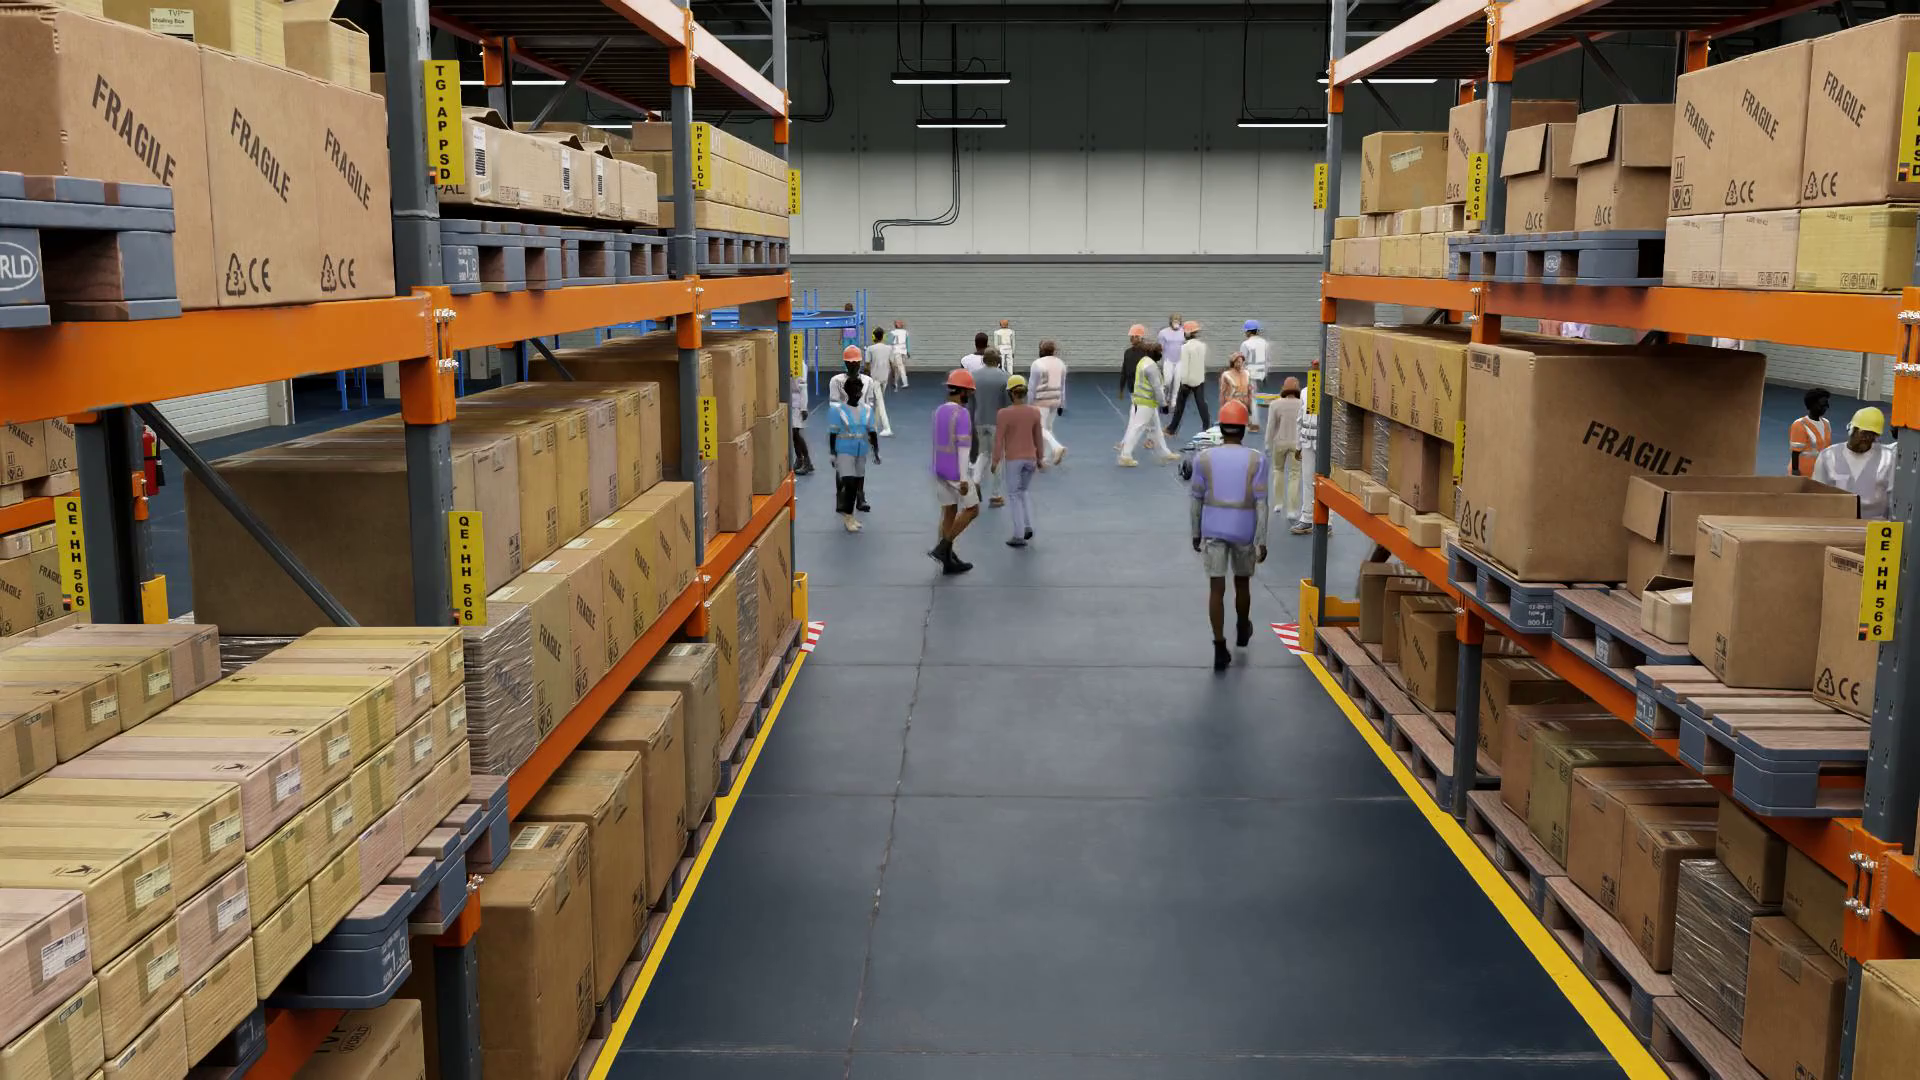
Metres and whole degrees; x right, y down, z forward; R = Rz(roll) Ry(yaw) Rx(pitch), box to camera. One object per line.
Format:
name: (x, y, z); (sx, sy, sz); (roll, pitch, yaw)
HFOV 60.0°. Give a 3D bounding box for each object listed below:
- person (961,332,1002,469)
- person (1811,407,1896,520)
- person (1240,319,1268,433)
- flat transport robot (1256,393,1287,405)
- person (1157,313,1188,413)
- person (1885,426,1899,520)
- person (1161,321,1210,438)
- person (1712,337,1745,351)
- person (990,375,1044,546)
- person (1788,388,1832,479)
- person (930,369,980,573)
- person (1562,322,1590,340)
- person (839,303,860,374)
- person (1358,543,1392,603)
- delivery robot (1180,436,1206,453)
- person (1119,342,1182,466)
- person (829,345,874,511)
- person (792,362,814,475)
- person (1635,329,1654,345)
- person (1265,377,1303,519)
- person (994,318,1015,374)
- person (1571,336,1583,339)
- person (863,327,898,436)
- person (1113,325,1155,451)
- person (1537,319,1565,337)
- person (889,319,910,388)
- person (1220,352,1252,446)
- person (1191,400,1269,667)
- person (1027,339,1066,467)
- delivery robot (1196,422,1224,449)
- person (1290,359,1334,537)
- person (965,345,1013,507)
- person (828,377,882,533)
person: (0.306, -1.967, 23.495); (0.591, 1.917, 0.379); (-1, 10, -5)
person: (6.825, -0.123, 12.771); (0.711, 1.806, 0.448); (6, 11, 31)
person: (4.945, -2.826, 28.633); (0.640, 1.917, 0.774); (-8, 13, -41)
flat transport robot: (6.161, -2.879, 34.009); (1.431, 0.197, 0.652); (7, 12, 38)
person: (4.156, -3.436, 32.287); (0.657, 1.920, 0.439); (0, 9, -2)
person: (7.880, -0.262, 13.940); (0.317, 1.695, 0.540); (0, 9, 1)
person: (3.773, -2.625, 27.370); (0.644, 1.938, 1.014); (-8, 13, -41)
person: (17.104, -4.216, 37.031); (0.681, 1.890, 0.428); (5, 11, 28)
person: (0.599, -0.817, 17.099); (0.546, 1.743, 0.440); (-6, 11, -34)
person: (8.257, -0.637, 16.184); (0.540, 1.696, 0.317); (-6, 11, -30)
person: (-0.036, -0.640, 15.544); (0.428, 1.919, 0.568); (-6, 11, -31)
person: (13.363, -4.122, 36.218); (0.758, 2.004, 0.551); (0, 9, -2)
person: (-2.893, -5.278, 43.541); (0.571, 1.843, 0.372); (-4, 10, -20)
person: (3.639, -0.289, 13.205); (1.017, 1.991, 0.639); (0, 9, -1)
delivery robot: (3.220, -1.292, 22.586); (0.335, 0.223, 0.698); (-2, 9, -11)
person: (2.714, -1.950, 23.840); (0.962, 1.780, 0.627); (-1, 9, -3)
person: (-1.254, -1.310, 19.494); (0.543, 1.939, 0.362); (-3, 10, -19)
person: (-2.308, -1.854, 22.883); (0.484, 1.911, 0.562); (-8, 12, -39)
person: (17.840, -5.245, 43.237); (0.576, 1.900, 0.684); (-4, 10, -24)
person: (3.760, -1.062, 19.031); (0.527, 1.596, 0.685); (2, 10, 11)
person: (1.009, -4.230, 37.879); (0.515, 1.641, 0.315); (-3, 10, -16)
person: (7.888, -1.643, 21.407); (0.611, 1.965, 0.362); (-3, 10, -15)
person: (-1.387, -2.690, 28.134); (0.578, 1.815, 0.984); (-6, 11, -33)
person: (2.772, -2.366, 25.818); (1.030, 1.951, 0.636); (-7, 12, -36)
person: (13.835, -4.580, 38.921); (0.626, 1.991, 0.390); (6, 11, 33)
person: (-1.422, -4.337, 38.686); (0.525, 1.583, 0.878); (-8, 12, -38)
person: (3.934, -1.895, 23.933); (0.517, 1.619, 0.553); (-5, 11, -26)
person: (1.988, -0.077, 12.222); (0.568, 1.894, 0.956); (2, 10, 14)
person: (1.259, -1.921, 23.516); (0.630, 1.820, 0.680); (-9, 13, -42)
delivery robot: (3.796, -1.494, 24.568); (0.477, 0.478, 0.707); (7, 11, 38)
person: (3.813, -0.987, 17.733); (0.355, 1.883, 0.574); (-8, 13, -41)
person: (0.381, -1.359, 19.855); (0.642, 1.927, 0.442); (6, 11, 31)
person: (-1.123, -0.919, 17.924); (0.559, 1.664, 0.622); (-7, 12, -37)
